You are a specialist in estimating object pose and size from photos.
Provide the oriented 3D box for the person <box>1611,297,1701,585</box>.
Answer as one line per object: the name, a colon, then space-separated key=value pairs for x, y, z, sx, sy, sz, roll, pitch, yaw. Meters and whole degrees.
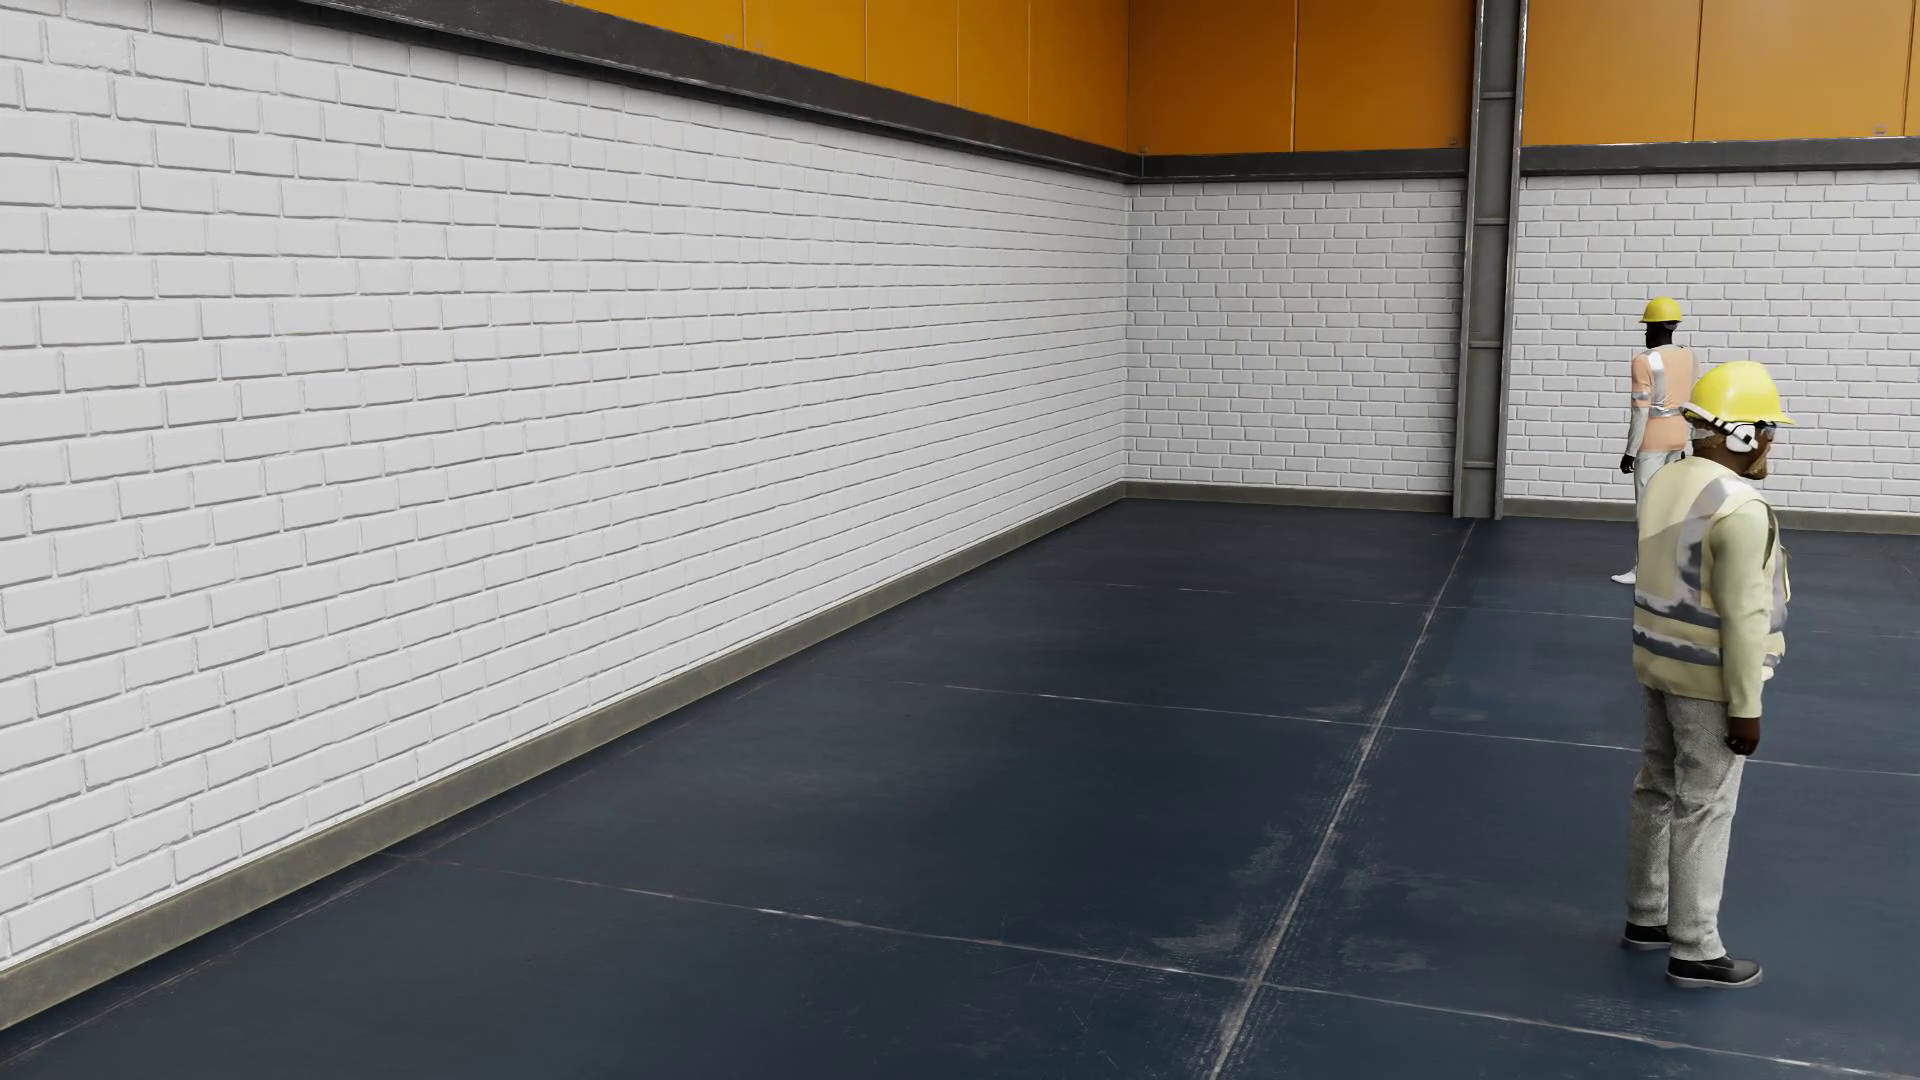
person: x=4.641 y=-0.650 z=11.096 sx=0.589 sy=1.927 sz=0.369 roll=-5 pitch=11 yaw=-30

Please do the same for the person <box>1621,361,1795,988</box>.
person: x=2.189 y=0.391 z=4.878 sx=0.403 sy=1.826 sz=0.592 roll=0 pitch=9 yaw=-2
